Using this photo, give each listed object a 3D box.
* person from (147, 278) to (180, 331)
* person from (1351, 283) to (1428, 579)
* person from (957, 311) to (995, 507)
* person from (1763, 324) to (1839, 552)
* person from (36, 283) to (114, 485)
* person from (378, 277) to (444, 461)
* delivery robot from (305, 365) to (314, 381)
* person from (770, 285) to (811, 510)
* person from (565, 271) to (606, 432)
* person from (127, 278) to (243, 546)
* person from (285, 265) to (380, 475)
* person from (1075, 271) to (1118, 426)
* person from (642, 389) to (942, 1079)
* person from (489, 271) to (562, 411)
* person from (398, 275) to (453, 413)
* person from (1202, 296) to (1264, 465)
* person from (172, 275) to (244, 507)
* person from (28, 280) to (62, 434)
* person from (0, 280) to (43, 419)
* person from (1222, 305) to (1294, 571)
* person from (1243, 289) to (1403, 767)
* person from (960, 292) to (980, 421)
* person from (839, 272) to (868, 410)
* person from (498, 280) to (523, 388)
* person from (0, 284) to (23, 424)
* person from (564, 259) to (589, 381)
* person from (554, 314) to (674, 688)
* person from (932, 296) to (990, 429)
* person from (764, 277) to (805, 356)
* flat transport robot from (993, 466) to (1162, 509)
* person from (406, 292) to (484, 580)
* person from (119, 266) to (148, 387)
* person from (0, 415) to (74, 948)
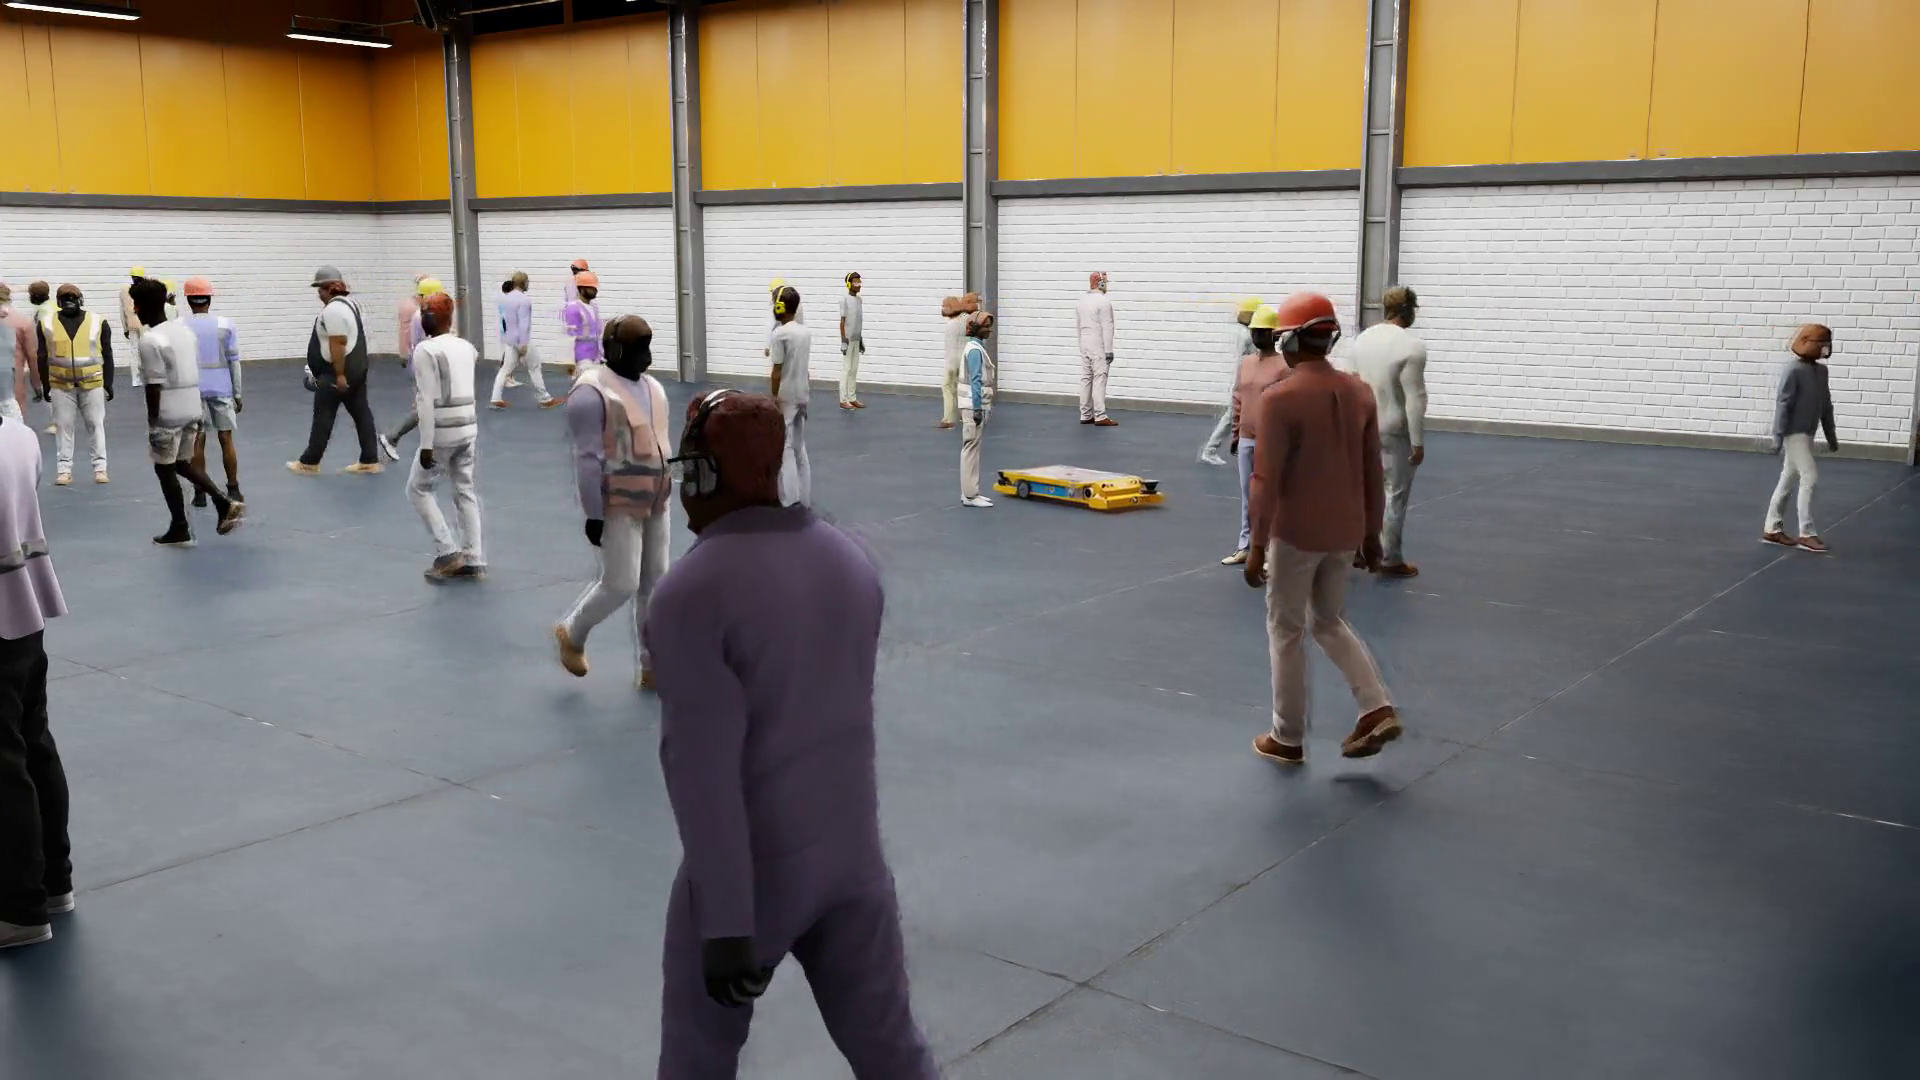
[{"bbox_3d":[-9.705,-2.297,20.401,0.615,1.822,0.414,8,13,39],"label":"person"},{"bbox_3d":[2.744,-0.686,10.741,0.507,1.926,0.644,-5,11,-26],"label":"person"},{"bbox_3d":[0.133,-1.098,13.974,0.315,1.636,0.514,0,10,-1],"label":"person"},{"bbox_3d":[6.082,-0.724,11.851,0.517,1.605,0.675,-7,12,-37],"label":"person"},{"bbox_3d":[-8.115,-1.427,15.294,0.624,1.844,0.430,-4,11,-23],"label":"person"},{"bbox_3d":[-5.471,-1.724,16.901,0.834,1.890,0.581,-2,10,-10],"label":"person"},{"bbox_3d":[-9.689,-2.606,25.625,0.707,0.478,0.477,-7,12,-35],"label":"delivery robot"},{"bbox_3d":[-1.358,-1.062,13.111,0.333,1.867,0.513,4,11,24],"label":"person"},{"bbox_3d":[-4.204,-2.065,18.767,0.437,1.920,0.543,2,10,12],"label":"person"},{"bbox_3d":[-5.593,-0.901,11.930,0.570,1.943,0.645,1,10,7],"label":"person"},{"bbox_3d":[-6.053,-1.635,15.923,0.933,2.000,0.692,0,10,-2],"label":"person"},{"bbox_3d":[1.707,-2.364,20.558,0.405,1.909,0.636,-6,11,-30],"label":"person"},{"bbox_3d":[-0.360,0.635,3.318,1.065,1.849,0.673,7,12,36],"label":"person"},{"bbox_3d":[-5.969,-2.694,22.548,1.014,1.889,0.648,-8,13,-39],"label":"person"},{"bbox_3d":[-6.550,-2.332,20.523,0.985,1.854,0.656,5,11,26],"label":"person"},{"bbox_3d":[2.831,-1.567,16.511,0.890,1.700,0.496,2,10,12],"label":"person"},{"bbox_3d":[-6.311,-1.244,13.944,0.545,1.940,0.352,-4,11,-23],"label":"person"},{"bbox_3d":[-10.723,-2.143,19.589,0.430,1.810,0.687,-3,10,-18],"label":"person"},{"bbox_3d":[-8.739,-1.425,15.194,0.673,1.873,0.736,-2,10,-13],"label":"person"},{"bbox_3d":[2.025,-0.680,11.156,0.301,1.772,0.525,-8,13,-41],"label":"person"},{"bbox_3d":[1.474,-0.028,6.771,0.667,1.968,0.624,-6,11,-32],"label":"person"},{"bbox_3d":[0.129,-2.285,20.888,0.285,1.633,0.499,-1,10,-8],"label":"person"},{"bbox_3d":[-1.463,-2.720,22.734,0.331,1.872,0.513,5,11,28],"label":"person"},{"bbox_3d":[-7.148,-3.268,26.430,0.317,1.695,0.540,1,10,3],"label":"person"},{"bbox_3d":[-7.654,-1.065,12.997,0.825,1.913,0.646,2,10,12],"label":"person"},{"bbox_3d":[-6.277,-3.633,27.570,0.605,2.036,0.383,8,12,38],"label":"person"},{"bbox_3d":[-1.627,-0.168,7.998,0.608,1.830,0.640,5,11,28],"label":"person"},{"bbox_3d":[0.005,-2.139,20.112,0.629,1.611,0.502,2,10,13],"label":"person"},{"bbox_3d":[-2.434,-2.726,23.016,0.510,1.797,0.610,6,11,31],"label":"person"},{"bbox_3d":[0.995,-0.467,14.270,0.652,0.197,1.431,-8,13,-39],"label":"flat transport robot"},{"bbox_3d":[-3.324,-0.657,10.734,0.504,1.863,0.604,4,10,21],"label":"person"},{"bbox_3d":[-13.035,-3.390,26.471,0.594,1.924,0.381,1,10,7],"label":"person"},{"bbox_3d":[-2.954,0.302,5.070,0.390,1.896,0.587,-1,10,-9],"label":"person"}]
